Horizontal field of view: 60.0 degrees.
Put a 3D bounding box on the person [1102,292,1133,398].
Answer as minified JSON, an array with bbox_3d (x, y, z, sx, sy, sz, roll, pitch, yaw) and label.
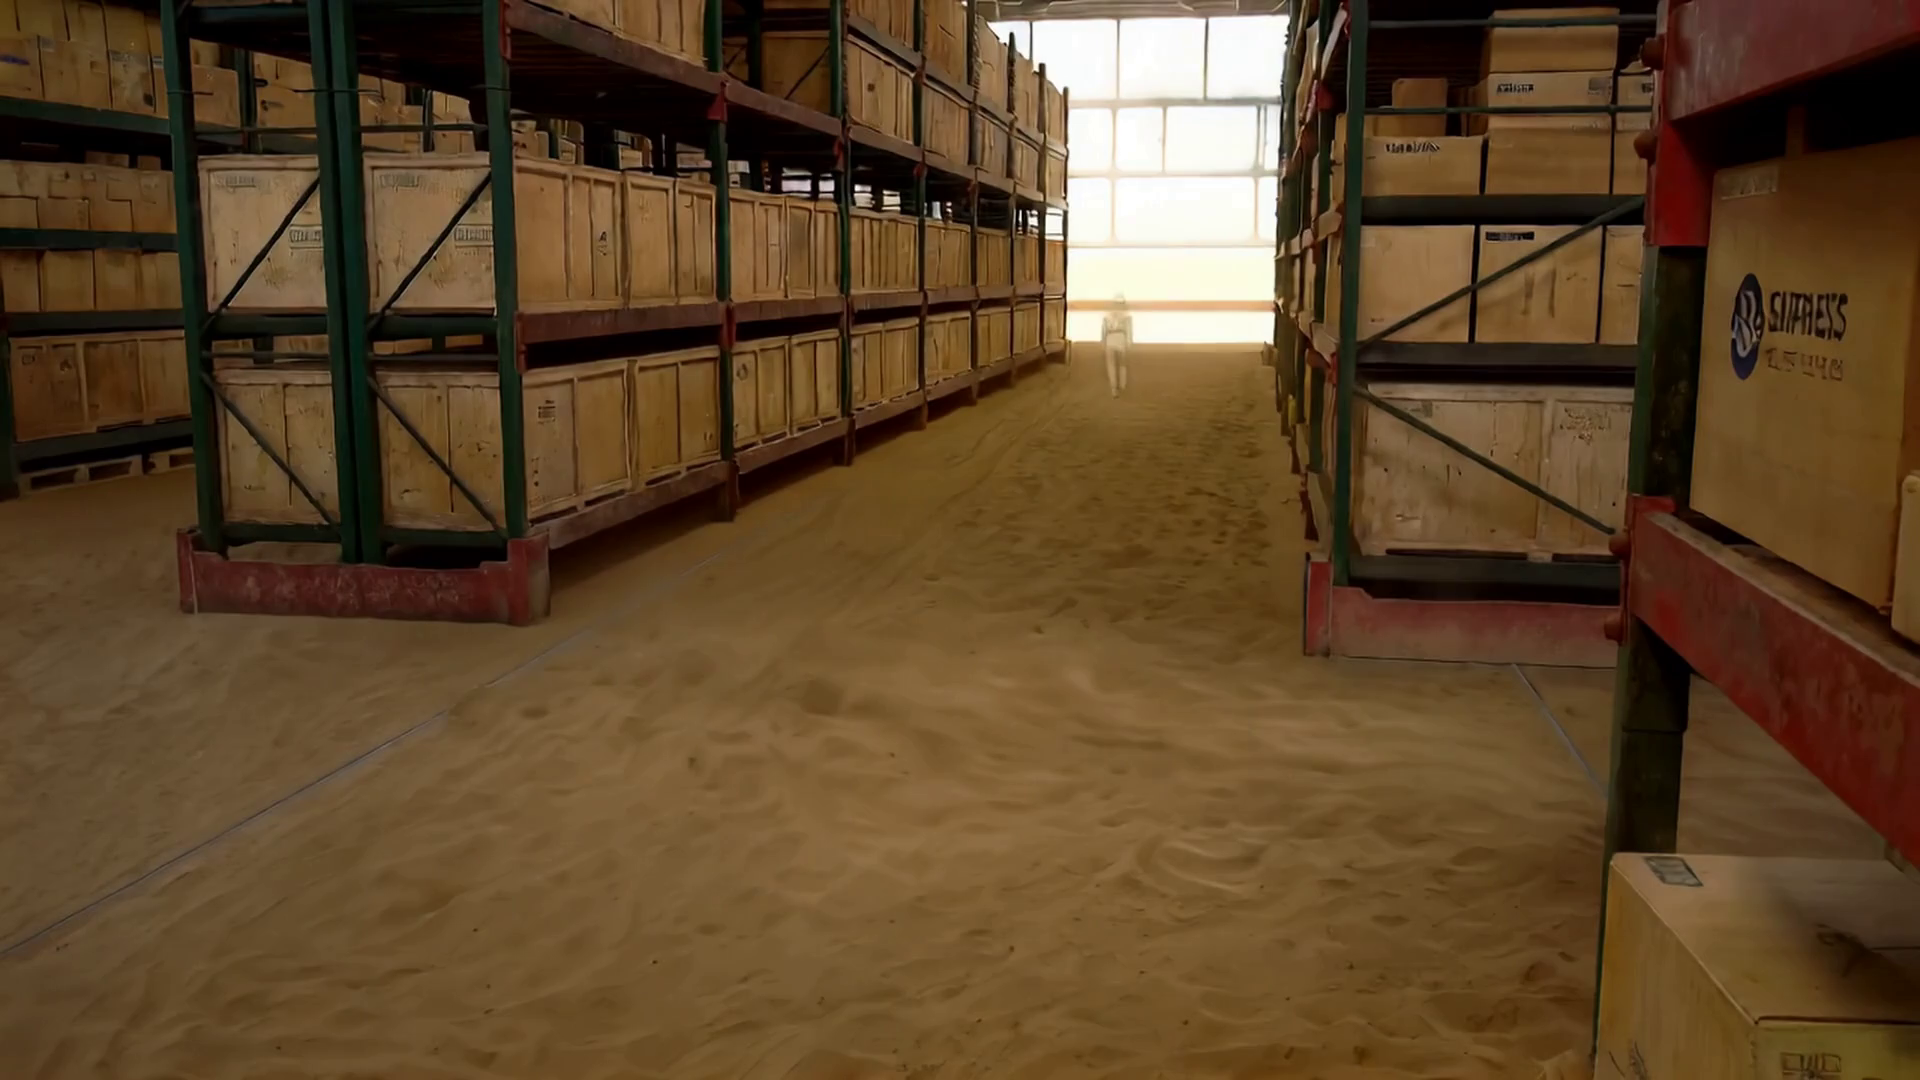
[{"bbox_3d":[2.535,-3.139,26.843,0.493,1.695,0.917,0,9,3],"label":"person"}]
